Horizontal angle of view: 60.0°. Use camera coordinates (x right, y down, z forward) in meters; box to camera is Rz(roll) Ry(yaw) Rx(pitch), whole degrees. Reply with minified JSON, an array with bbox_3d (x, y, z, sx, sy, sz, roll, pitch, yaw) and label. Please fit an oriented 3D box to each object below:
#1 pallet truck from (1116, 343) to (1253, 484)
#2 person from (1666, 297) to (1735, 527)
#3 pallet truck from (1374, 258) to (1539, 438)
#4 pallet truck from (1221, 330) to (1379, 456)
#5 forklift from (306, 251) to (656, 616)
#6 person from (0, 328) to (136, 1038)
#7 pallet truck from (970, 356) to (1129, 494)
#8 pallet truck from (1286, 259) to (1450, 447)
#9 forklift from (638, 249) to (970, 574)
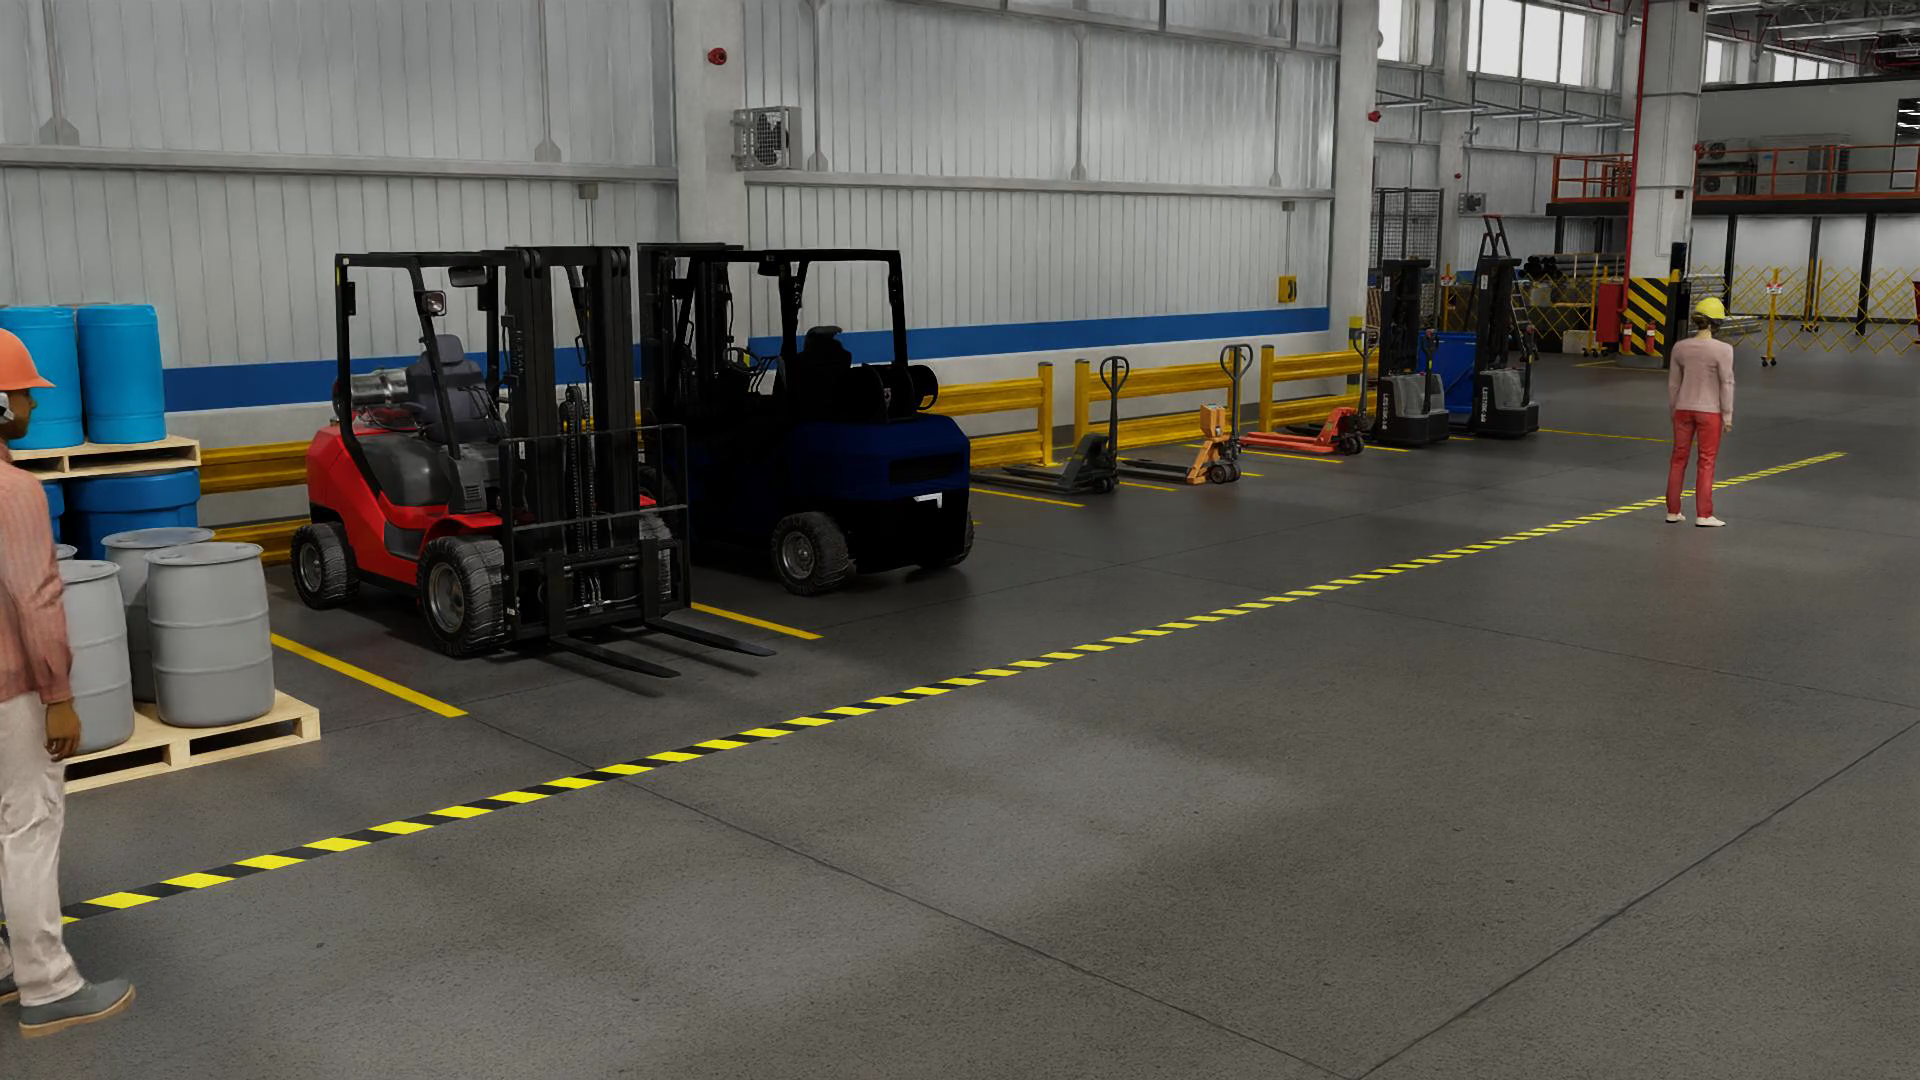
[{"bbox_3d":[1.962,-1.215,15.415,1.522,1.261,0.704,10,14,43],"label":"pallet truck"},{"bbox_3d":[5.723,-0.982,12.850,0.310,1.768,0.533,-7,13,-34],"label":"person"},{"bbox_3d":[5.704,-2.208,18.901,1.885,1.965,0.823,10,14,43],"label":"pallet truck"},{"bbox_3d":[3.563,-1.581,17.381,0.653,1.274,1.630,-10,14,-44],"label":"pallet truck"},{"bbox_3d":[-2.833,-0.669,9.694,1.157,1.987,2.680,-10,14,-44],"label":"forklift"},{"bbox_3d":[-2.692,0.397,4.701,0.614,1.993,0.395,6,12,30],"label":"person"},{"bbox_3d":[0.784,-1.085,14.876,0.680,1.201,1.601,-10,14,-44],"label":"pallet truck"},{"bbox_3d":[4.493,-2.078,18.196,0.823,1.965,1.885,-9,14,-40],"label":"pallet truck"},{"bbox_3d":[-1.173,-0.958,11.239,2.680,1.987,1.157,10,14,43],"label":"forklift"}]
